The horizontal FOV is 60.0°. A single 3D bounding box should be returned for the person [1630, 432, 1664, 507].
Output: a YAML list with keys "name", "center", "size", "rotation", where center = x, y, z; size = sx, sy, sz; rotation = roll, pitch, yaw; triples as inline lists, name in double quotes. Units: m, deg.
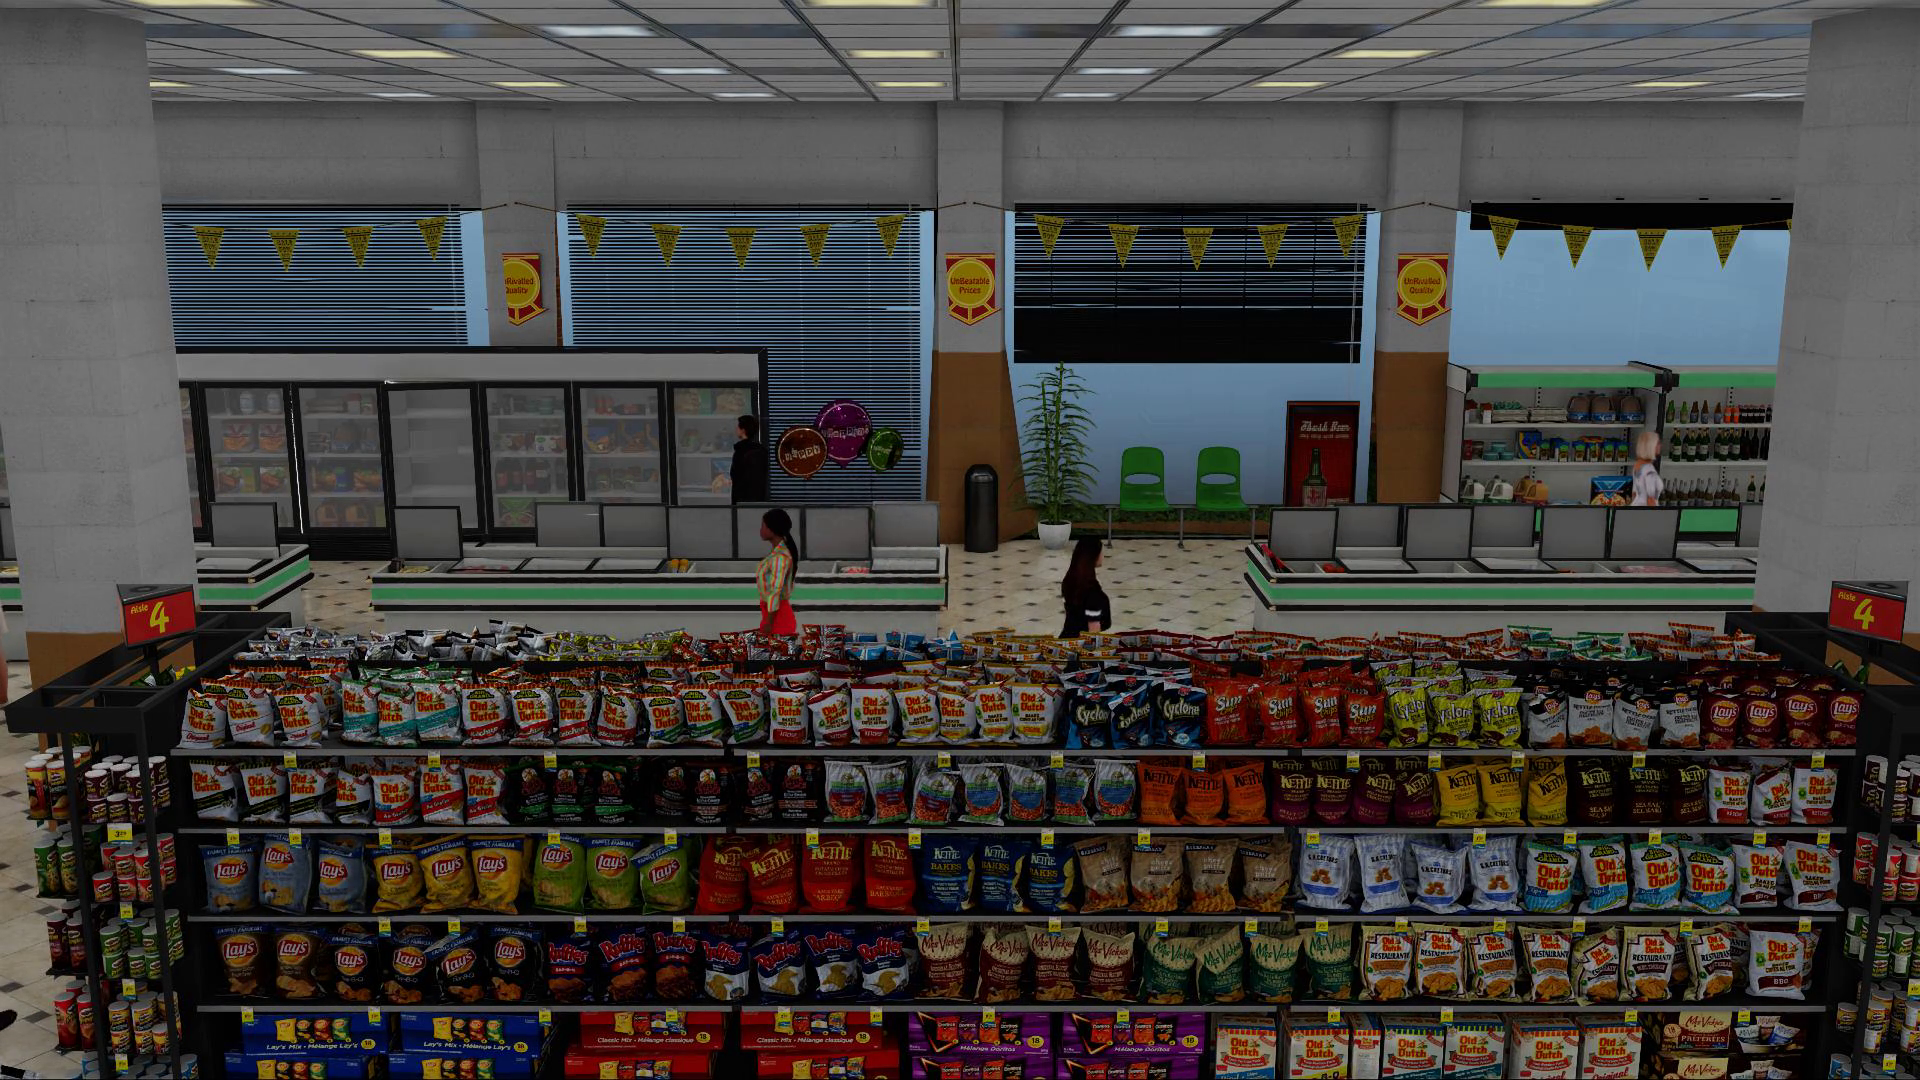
- name: "person"
  center: [6.663, -0.195, 16.258]
  size: [0.513, 1.751, 0.567]
  rotation: [1, 12, 3]

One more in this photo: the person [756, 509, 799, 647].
- name: "person"
  center: [-1.233, 0.667, 12.125]
  size: [1.118, 1.767, 0.689]
  rotation: [-2, 12, -8]

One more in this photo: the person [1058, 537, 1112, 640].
- name: "person"
  center: [0.802, 0.789, 11.891]
  size: [0.759, 1.625, 0.718]
  rotation: [-8, 14, -34]

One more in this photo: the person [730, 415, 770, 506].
- name: "person"
  center: [-2.103, -0.345, 16.761]
  size: [0.712, 1.837, 0.788]
  rotation: [5, 13, 21]
